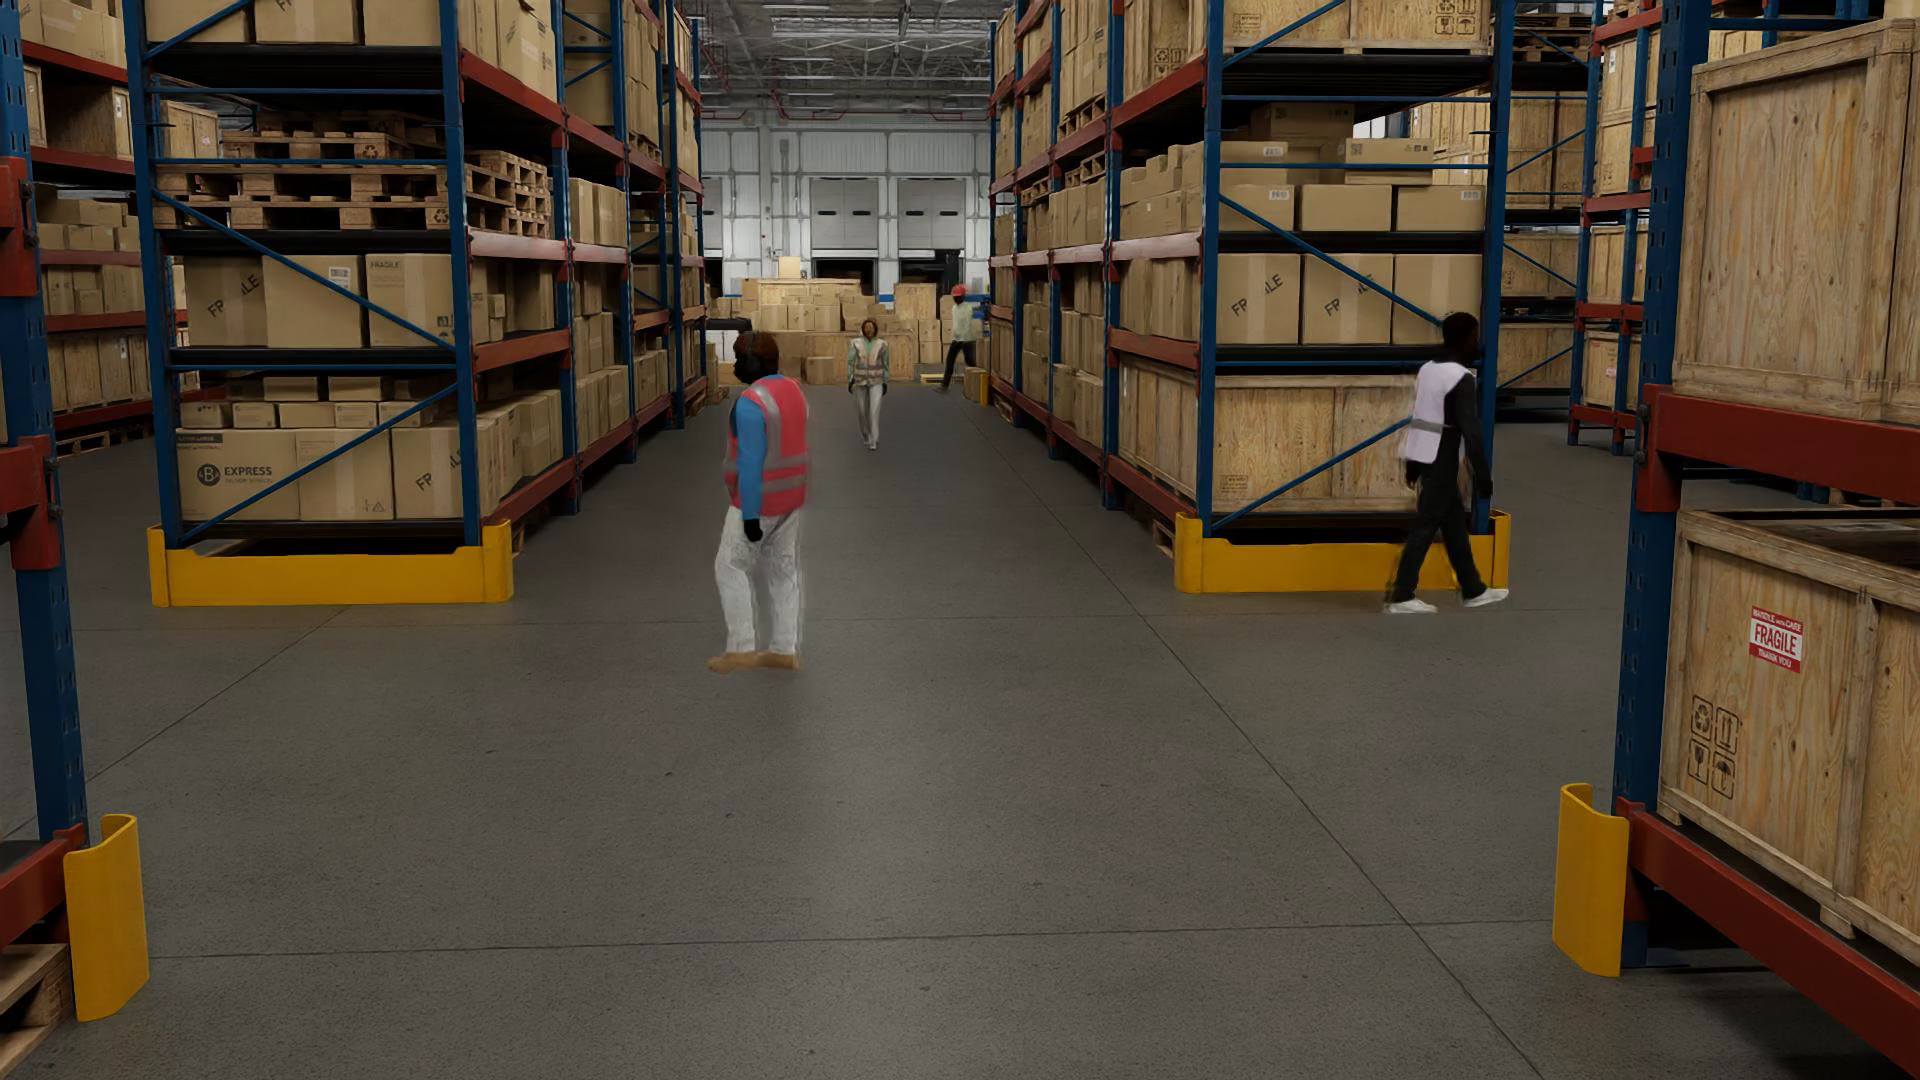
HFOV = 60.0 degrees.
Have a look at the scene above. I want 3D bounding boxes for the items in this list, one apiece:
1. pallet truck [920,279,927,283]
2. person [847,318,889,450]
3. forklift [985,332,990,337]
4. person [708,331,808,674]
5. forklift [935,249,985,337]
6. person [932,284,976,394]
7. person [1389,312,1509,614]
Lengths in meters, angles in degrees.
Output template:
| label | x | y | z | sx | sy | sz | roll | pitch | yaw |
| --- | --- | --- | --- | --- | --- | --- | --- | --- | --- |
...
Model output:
| label | x | y | z | sx | sy | sz | roll | pitch | yaw |
| --- | --- | --- | --- | --- | --- | --- | --- | --- | --- |
| pallet truck | -0.932 | -8.922 | 63.114 | 1.885 | 1.965 | 0.823 | 2 | 9 | 13 |
| person | -1.119 | -1.930 | 20.430 | 0.512 | 1.609 | 0.755 | 0 | 9 | 1 |
| forklift | 1.406 | -4.191 | 30.647 | 1.129 | 2.768 | 1.873 | 8 | 12 | 40 |
| person | -1.102 | -0.196 | 8.862 | 0.581 | 1.825 | 0.645 | 4 | 10 | 25 |
| forklift | -0.337 | -6.664 | 46.173 | 1.873 | 2.768 | 1.129 | -5 | 10 | -28 |
| person | -0.061 | -3.541 | 29.467 | 0.966 | 1.946 | 0.616 | -7 | 11 | -36 |
| person | 3.116 | -0.464 | 10.361 | 0.920 | 1.877 | 0.617 | -1 | 9 | -6 |
